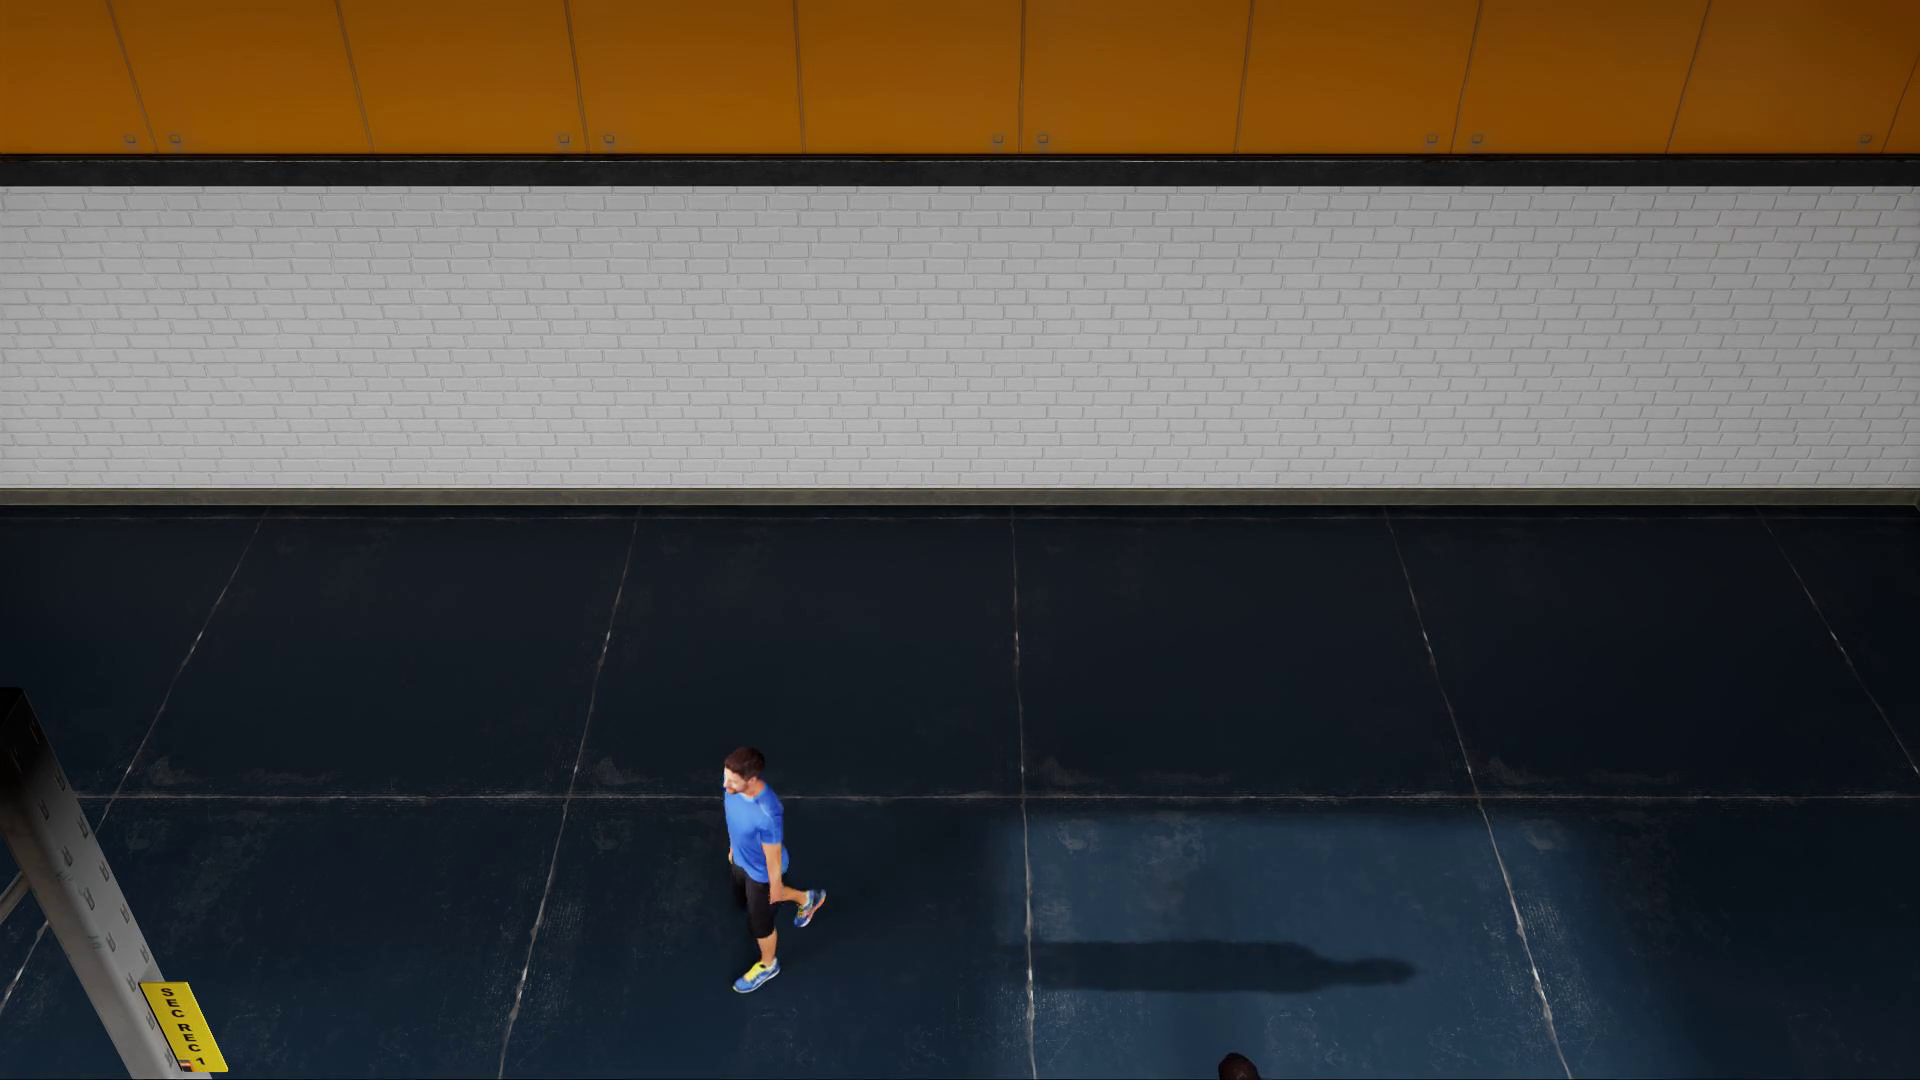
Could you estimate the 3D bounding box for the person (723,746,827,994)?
[{"bbox_3d":[-1.063,1.777,9.374,0.995,1.853,0.991,-25,45,-28],"label":"person"}]
